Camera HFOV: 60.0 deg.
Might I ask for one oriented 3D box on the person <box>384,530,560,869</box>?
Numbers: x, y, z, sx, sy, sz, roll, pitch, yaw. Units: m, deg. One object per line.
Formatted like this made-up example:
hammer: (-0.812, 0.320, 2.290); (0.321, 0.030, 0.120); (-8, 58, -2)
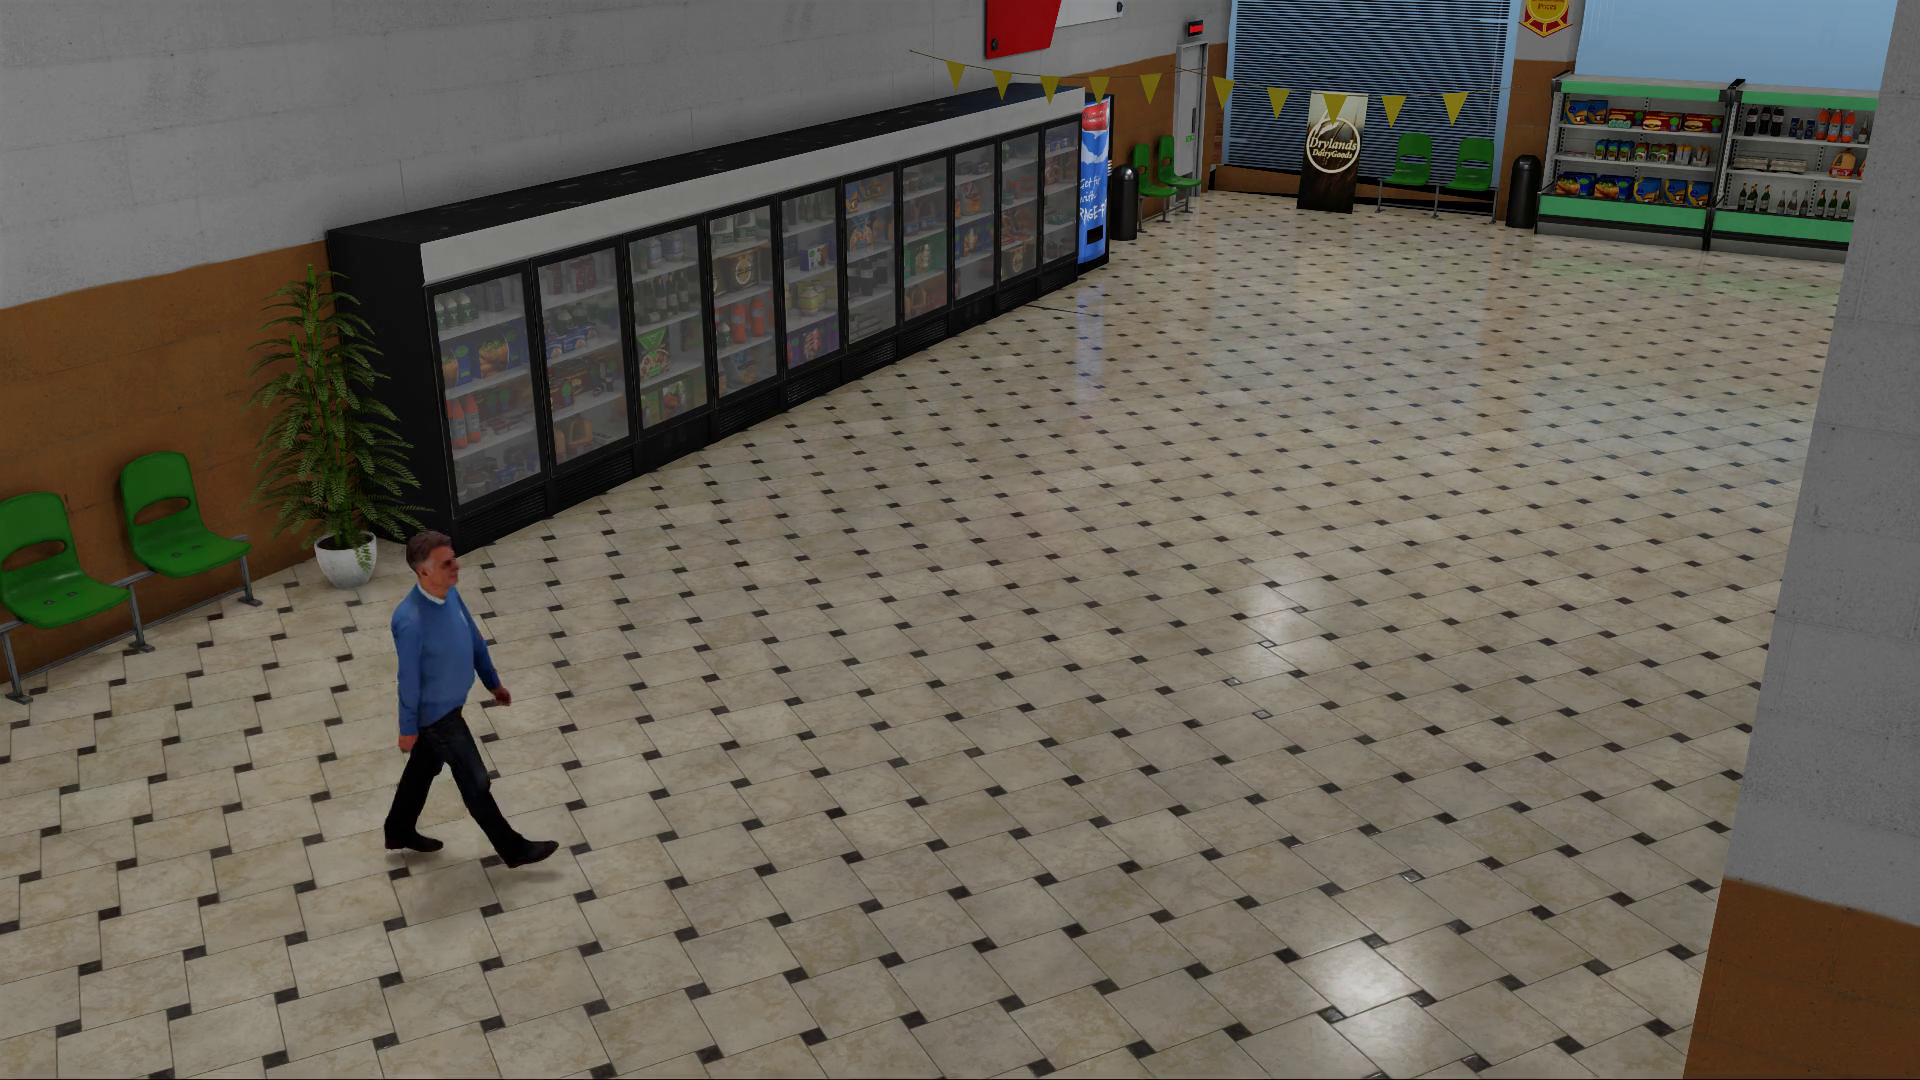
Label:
person: (-2.612, 0.798, 8.063); (1.255, 1.764, 1.024); (0, 22, 1)
